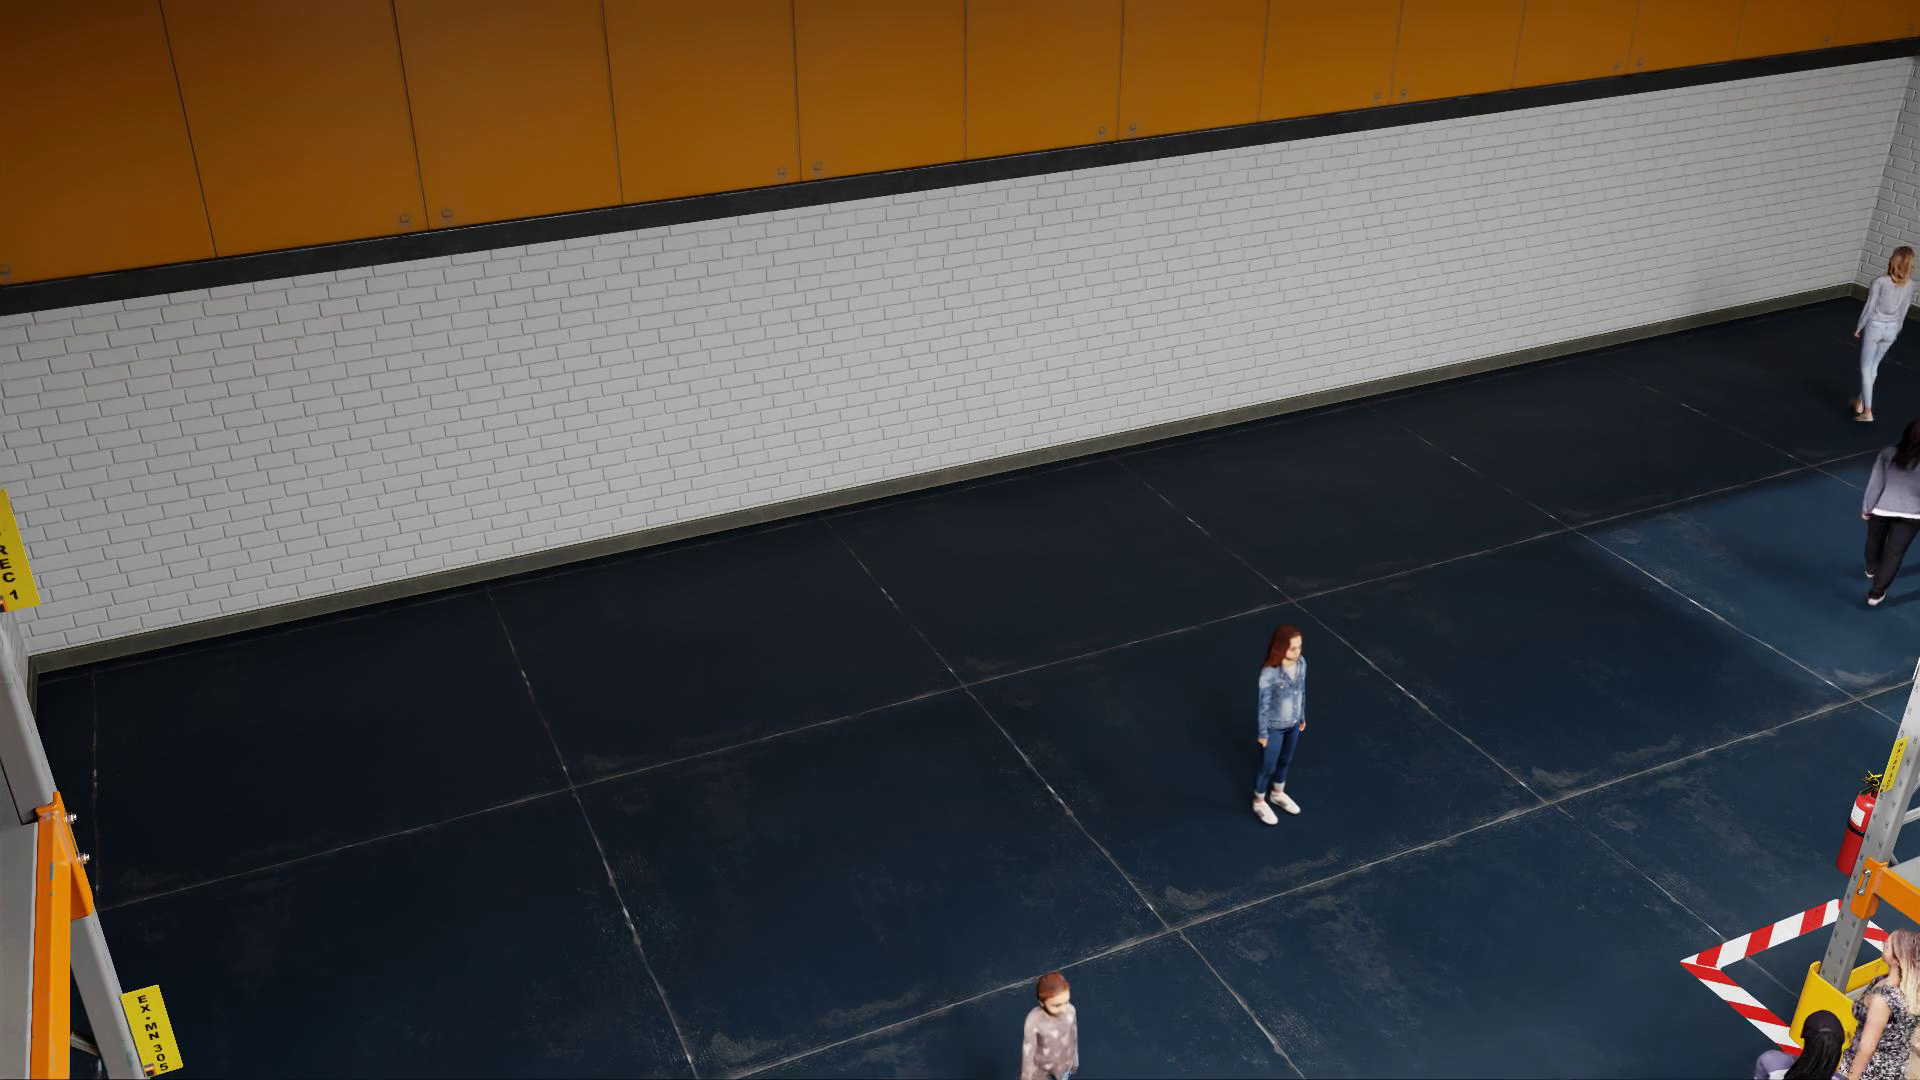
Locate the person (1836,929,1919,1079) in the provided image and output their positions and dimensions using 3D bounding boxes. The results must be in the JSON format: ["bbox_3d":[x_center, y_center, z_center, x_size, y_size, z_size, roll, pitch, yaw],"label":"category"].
[{"bbox_3d":[4.493,2.638,8.069,0.600,1.692,0.603,-15,32,-25],"label":"person"}]

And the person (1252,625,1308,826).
[{"bbox_3d":[2.097,1.190,10.950,0.612,1.475,0.575,-21,35,-33],"label":"person"}]

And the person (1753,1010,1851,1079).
[{"bbox_3d":[3.793,2.845,7.655,0.640,1.724,0.747,20,34,32],"label":"person"}]

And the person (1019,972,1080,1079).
[{"bbox_3d":[0.431,2.665,8.547,0.489,1.186,0.667,-12,31,-21],"label":"person"}]

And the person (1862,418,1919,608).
[{"bbox_3d":[7.540,-0.200,13.407,1.068,1.561,1.019,20,35,33],"label":"person"}]

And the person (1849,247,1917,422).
[{"bbox_3d":[9.176,-2.069,16.583,0.806,1.801,0.961,-5,29,-9],"label":"person"}]
